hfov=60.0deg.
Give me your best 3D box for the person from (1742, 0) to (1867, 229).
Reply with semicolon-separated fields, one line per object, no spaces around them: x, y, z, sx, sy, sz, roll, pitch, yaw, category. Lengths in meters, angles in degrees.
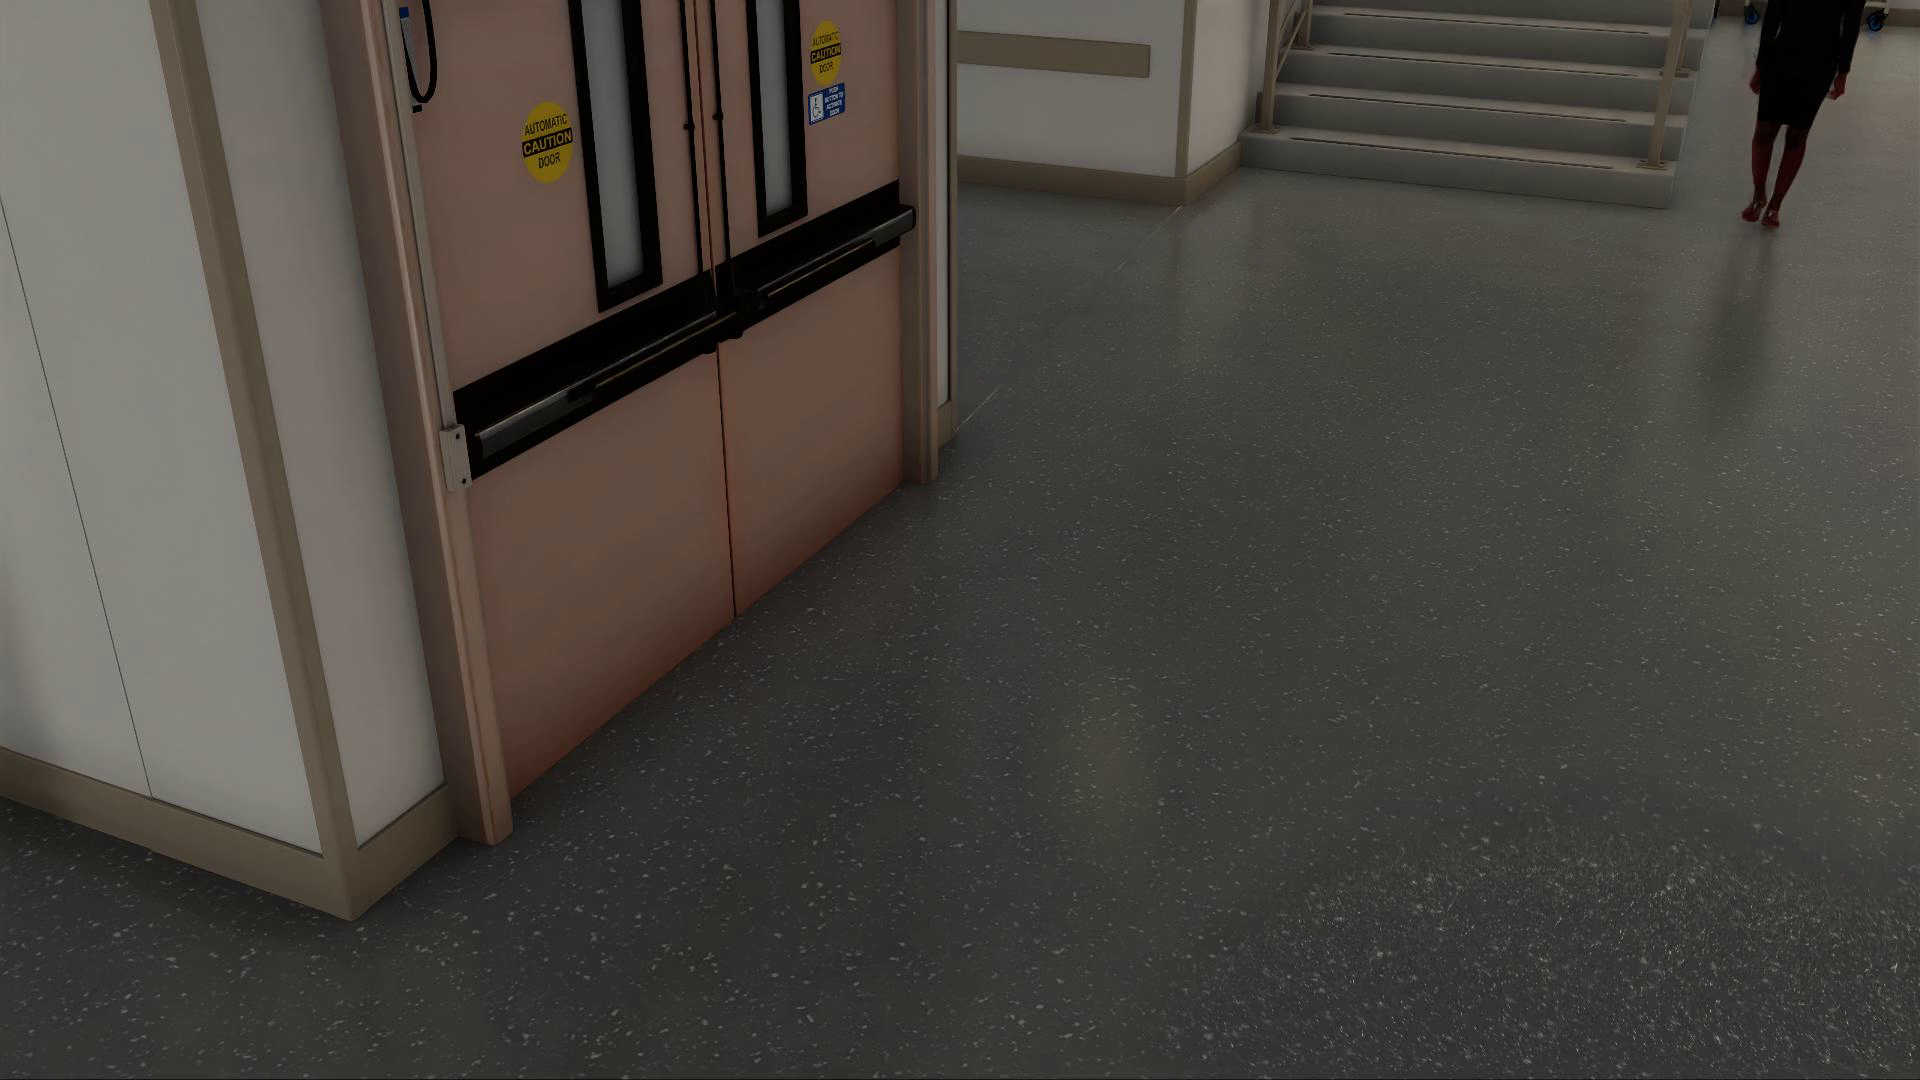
4.580;-2.570;9.062;0.613;1.713;0.577;12;28;23;person
